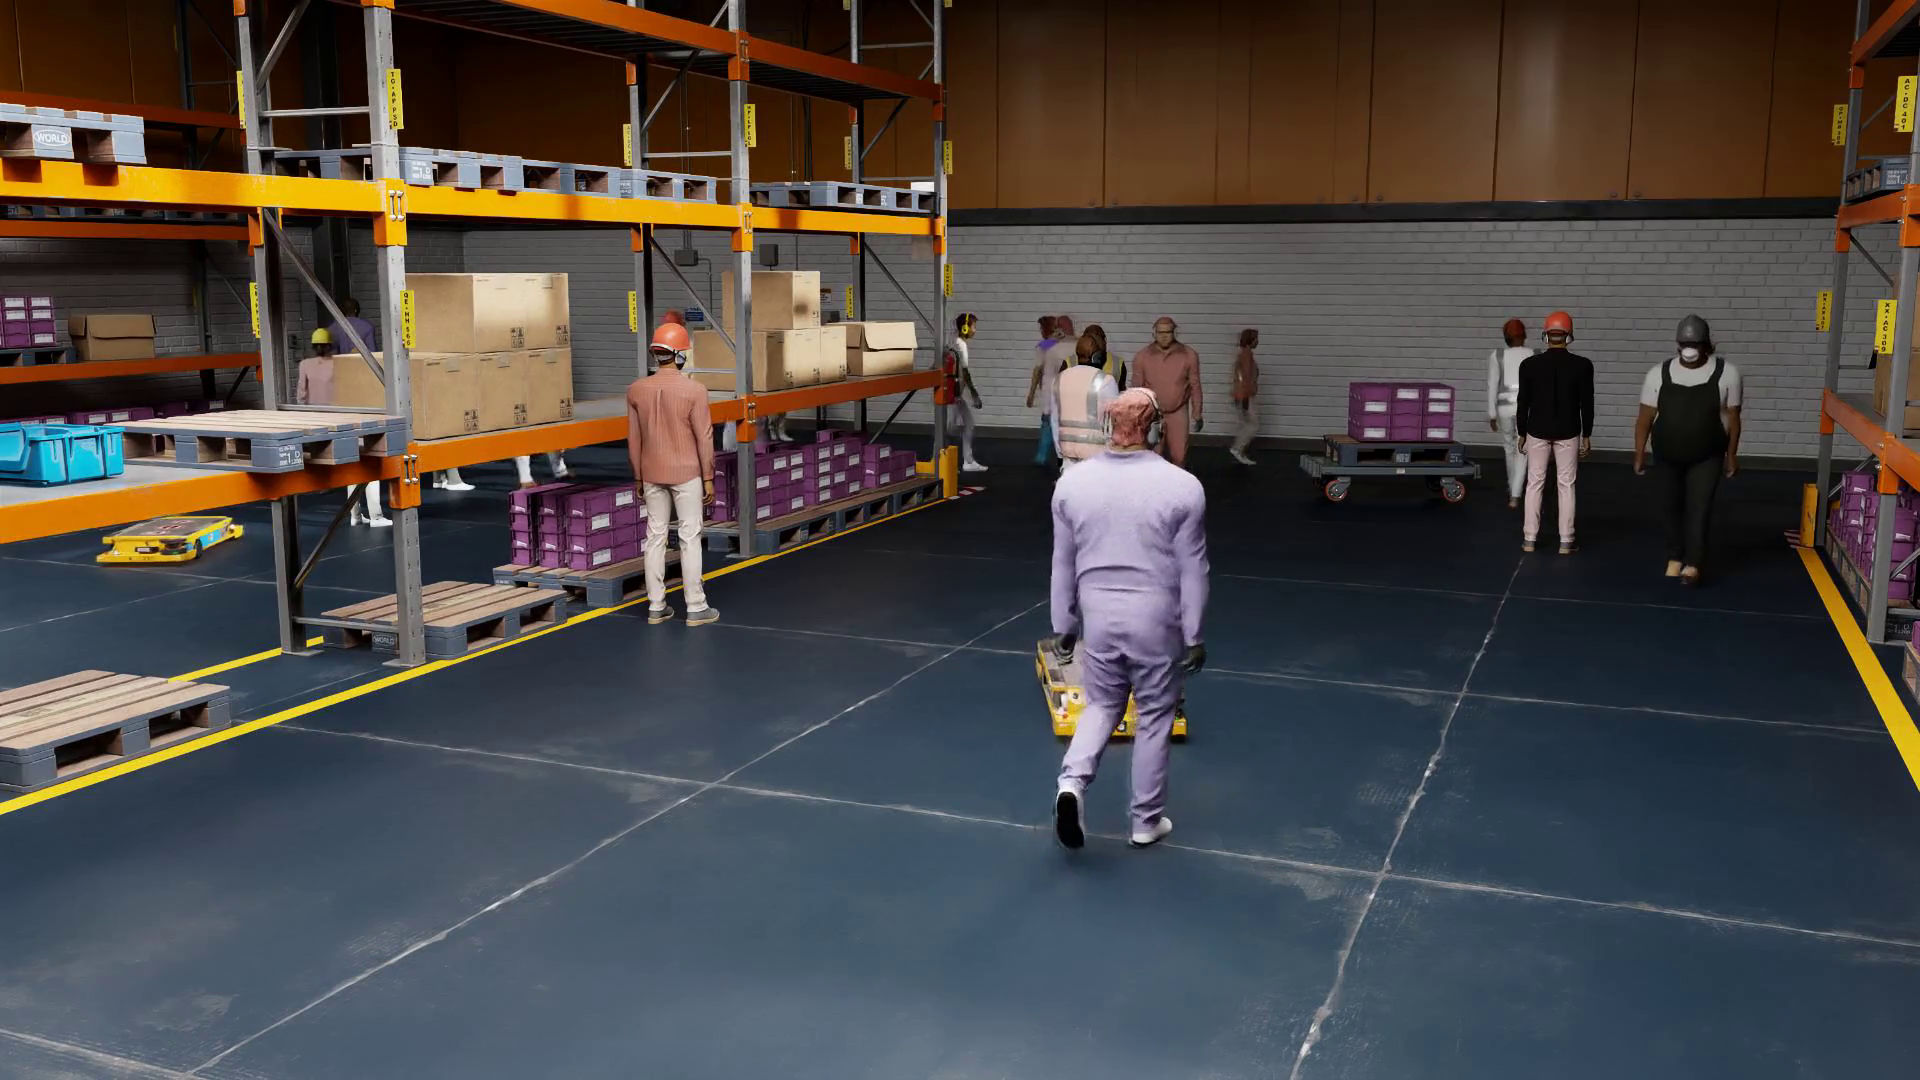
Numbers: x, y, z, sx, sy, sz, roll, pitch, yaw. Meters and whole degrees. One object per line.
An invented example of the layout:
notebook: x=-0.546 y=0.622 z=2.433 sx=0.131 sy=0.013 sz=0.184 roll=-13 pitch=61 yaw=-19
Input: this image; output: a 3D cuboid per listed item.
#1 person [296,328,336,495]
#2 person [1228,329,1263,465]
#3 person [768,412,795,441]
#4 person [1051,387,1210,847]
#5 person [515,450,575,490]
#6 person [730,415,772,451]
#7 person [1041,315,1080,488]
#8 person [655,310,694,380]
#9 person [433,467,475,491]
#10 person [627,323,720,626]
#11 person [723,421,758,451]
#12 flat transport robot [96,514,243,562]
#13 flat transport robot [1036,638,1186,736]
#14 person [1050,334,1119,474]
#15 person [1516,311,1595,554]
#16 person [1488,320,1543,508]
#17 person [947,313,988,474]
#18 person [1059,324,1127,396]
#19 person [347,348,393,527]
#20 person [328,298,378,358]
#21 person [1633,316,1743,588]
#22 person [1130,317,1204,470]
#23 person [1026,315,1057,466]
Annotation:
person: x=-6.654 y=-1.376 z=17.524 sx=0.527 sy=1.729 sz=0.877 roll=1 pitch=9 yaw=7
person: x=3.407 y=-1.682 z=19.664 sx=0.373 sy=1.623 sz=0.544 roll=1 pitch=9 yaw=7
person: x=-2.383 y=-2.248 z=22.441 sx=0.381 sy=1.858 sz=0.519 roll=6 pitch=11 yaw=32
person: x=0.662 y=0.340 z=6.639 sx=0.653 sy=1.891 sz=0.625 roll=5 pitch=11 yaw=28
person: x=-4.474 y=-1.482 z=17.667 sx=0.644 sy=1.891 sz=0.927 roll=3 pitch=10 yaw=17
person: x=-2.125 y=-1.263 z=16.753 sx=0.536 sy=1.749 sz=0.439 roll=4 pitch=10 yaw=23
person: x=1.092 y=-1.358 z=17.018 sx=0.717 sy=1.859 sz=0.858 roll=-6 pitch=11 yaw=-31
person: x=-3.269 y=-1.702 z=19.075 sx=0.551 sy=1.882 sz=1.012 roll=-1 pitch=9 yaw=-5
person: x=-5.415 y=-1.476 z=17.540 sx=0.586 sy=1.924 sz=0.370 roll=8 pitch=12 yaw=41
person: x=-1.884 y=-0.425 z=10.957 sx=0.608 sy=1.995 sz=0.377 roll=3 pitch=10 yaw=17
person: x=-2.252 y=-1.348 z=17.752 sx=0.759 sy=1.613 sz=0.510 roll=-8 pitch=13 yaw=-42
flat transport robot: x=-6.504 y=-0.025 z=13.742 sx=0.652 sy=0.197 sz=1.431 roll=-1 pitch=9 yaw=-5
flat transport robot: x=0.783 y=0.767 z=8.941 sx=0.652 sy=0.197 sz=1.431 roll=0 pitch=9 yaw=-1
person: x=0.992 y=-0.660 z=12.847 sx=0.625 sy=1.843 sz=0.430 roll=9 pitch=13 yaw=43
person: x=4.902 y=-0.882 z=13.722 sx=0.612 sy=1.997 sz=0.376 roll=4 pitch=10 yaw=25
person: x=5.562 y=-1.265 z=16.555 sx=0.625 sy=1.823 sz=0.980 roll=3 pitch=10 yaw=19
person: x=0.054 y=-1.644 z=18.823 sx=0.765 sy=1.829 sz=0.529 roll=-1 pitch=9 yaw=-5
person: x=1.200 y=-1.017 z=15.007 sx=0.628 sy=1.843 sz=0.429 roll=-1 pitch=9 yaw=-5
person: x=-5.408 y=-0.932 z=15.111 sx=0.500 sy=1.636 sz=0.284 roll=4 pitch=10 yaw=25
person: x=-8.209 y=-2.309 z=22.562 sx=0.627 sy=1.934 sz=0.372 roll=-1 pitch=9 yaw=-7
person: x=5.364 y=-0.677 z=12.346 sx=0.706 sy=2.000 sz=0.975 roll=6 pitch=11 yaw=33
person: x=1.975 y=-1.192 z=15.951 sx=0.722 sy=1.880 sz=0.613 roll=1 pitch=9 yaw=8
person: x=1.150 y=-1.714 z=19.378 sx=0.925 sy=1.806 sz=0.578 roll=8 pitch=12 yaw=39
